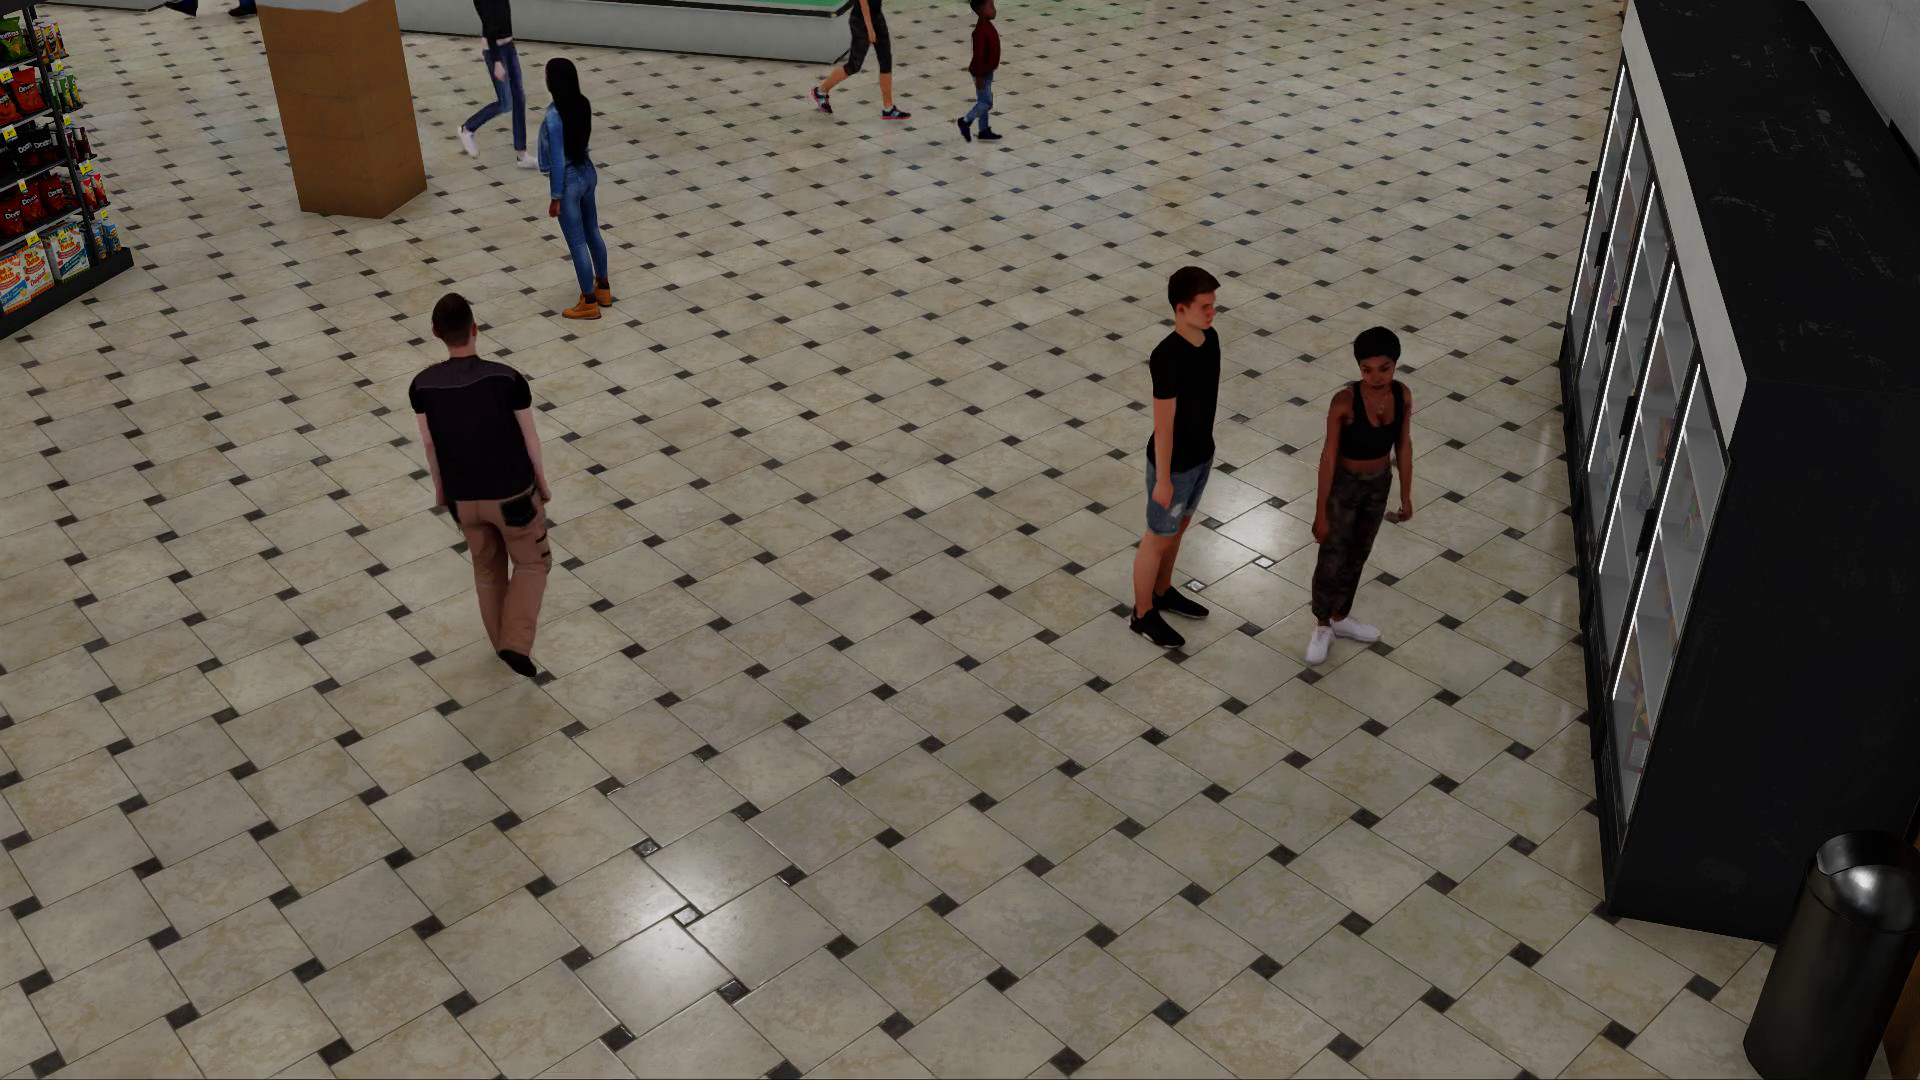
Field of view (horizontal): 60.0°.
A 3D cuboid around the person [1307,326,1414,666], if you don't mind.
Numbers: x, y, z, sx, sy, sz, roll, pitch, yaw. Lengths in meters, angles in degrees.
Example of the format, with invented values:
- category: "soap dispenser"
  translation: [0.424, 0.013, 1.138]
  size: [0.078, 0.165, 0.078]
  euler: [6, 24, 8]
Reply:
- category: "person"
  translation: [1.770, -0.200, 7.485]
  size: [0.700, 1.685, 0.800]
  euler: [-18, 36, -27]

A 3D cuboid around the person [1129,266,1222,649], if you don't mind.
- category: "person"
  translation: [0.998, -0.394, 7.646]
  size: [0.658, 1.846, 0.729]
  euler: [18, 36, 26]

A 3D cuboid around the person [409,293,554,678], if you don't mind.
- category: "person"
  translation: [-2.089, -0.174, 7.318]
  size: [0.891, 1.819, 0.854]
  euler: [2, 32, 3]

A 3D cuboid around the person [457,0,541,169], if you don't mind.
- category: "person"
  translation: [-3.730, -3.812, 13.202]
  size: [0.979, 1.778, 0.666]
  euler: [4, 32, 6]

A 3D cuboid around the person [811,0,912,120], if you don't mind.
- category: "person"
  translation: [-0.894, -4.426, 14.270]
  size: [1.085, 1.694, 0.558]
  euler: [8, 33, 13]

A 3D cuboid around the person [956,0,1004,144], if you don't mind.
- category: "person"
  translation: [0.137, -3.931, 13.894]
  size: [0.611, 1.249, 0.515]
  euler: [7, 33, 11]

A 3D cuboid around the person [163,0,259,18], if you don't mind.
- category: "person"
  translation: [-7.687, -6.298, 17.200]
  size: [1.192, 1.777, 1.147]
  euler: [-18, 36, -26]

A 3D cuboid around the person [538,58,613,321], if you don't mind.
- category: "person"
  translation: [-2.497, -2.278, 10.800]
  size: [0.508, 1.712, 0.600]
  euler: [9, 33, 14]
